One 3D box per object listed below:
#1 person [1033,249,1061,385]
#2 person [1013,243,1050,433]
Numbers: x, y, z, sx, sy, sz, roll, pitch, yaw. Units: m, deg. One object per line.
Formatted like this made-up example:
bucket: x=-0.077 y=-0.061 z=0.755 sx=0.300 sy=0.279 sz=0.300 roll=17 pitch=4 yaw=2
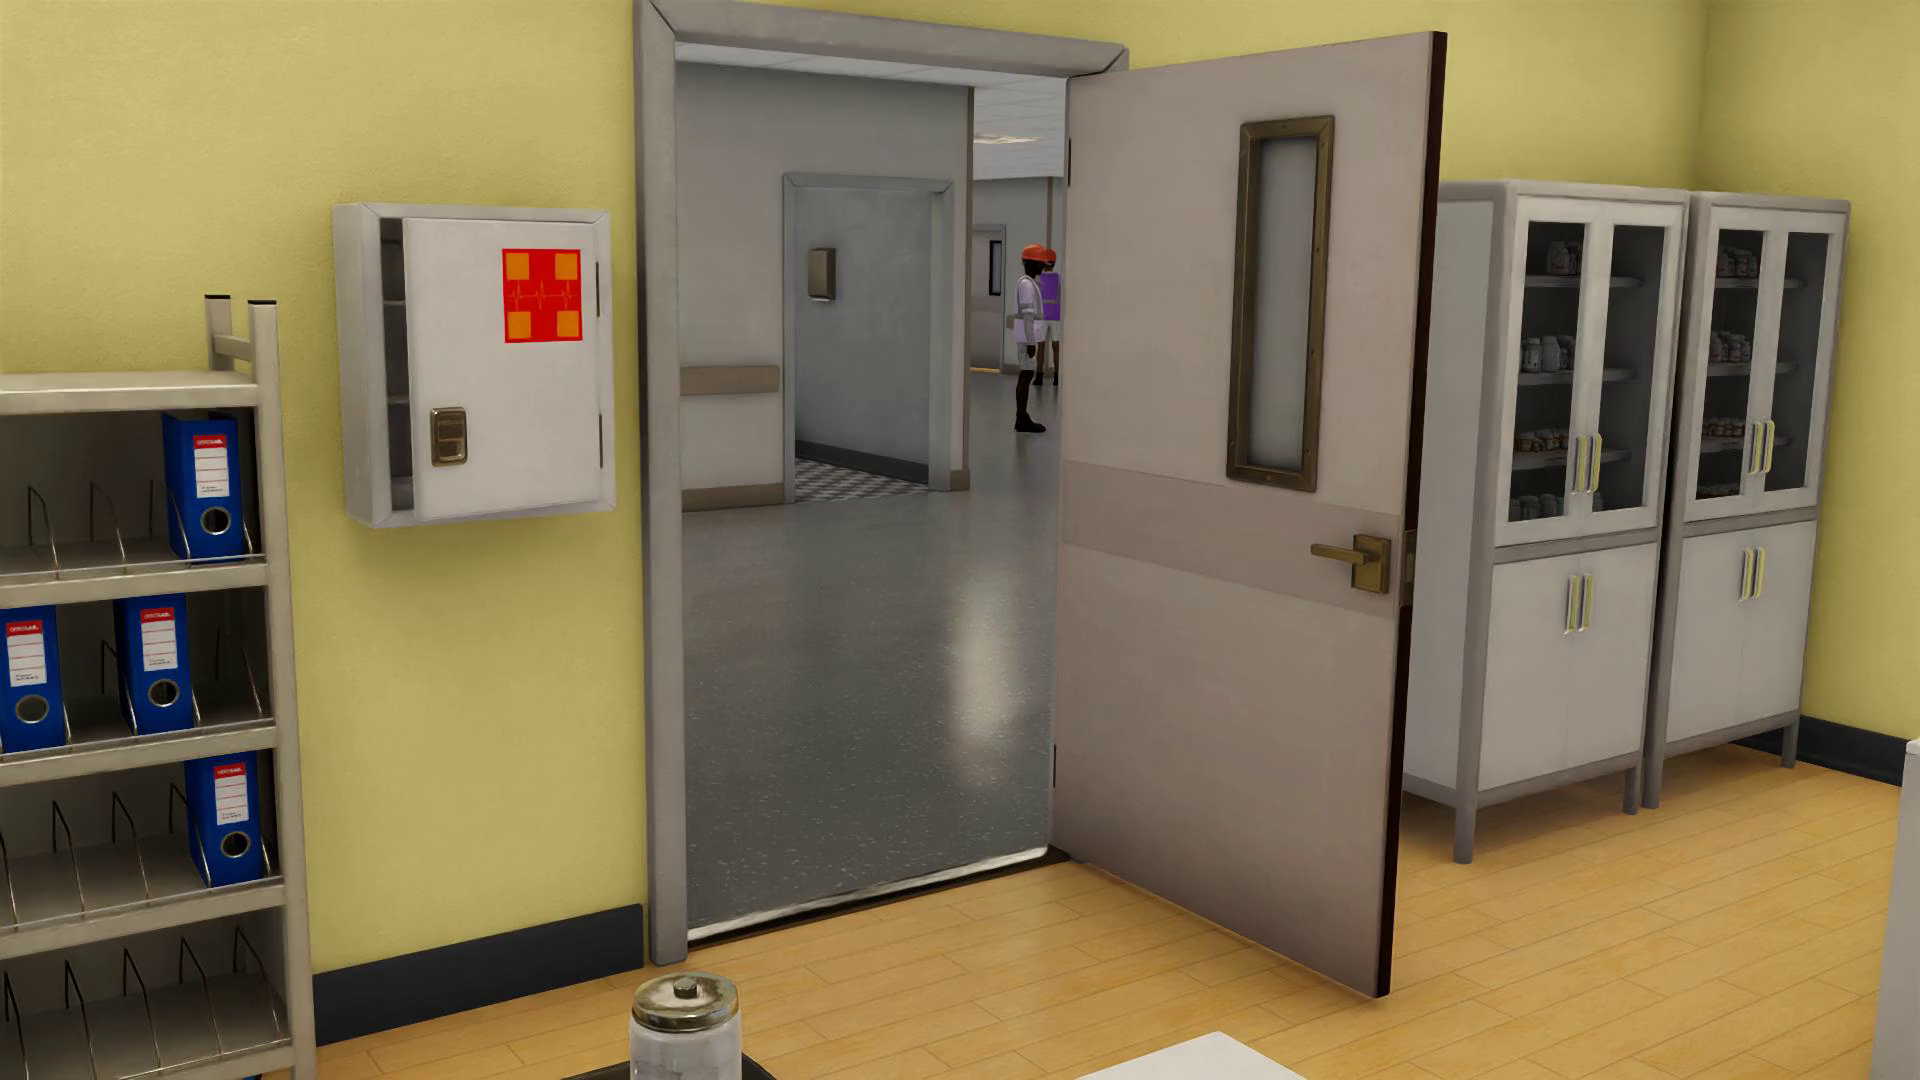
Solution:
person: x=1.247 y=-3.164 z=23.686 sx=0.542 sy=1.938 sz=0.358 roll=0 pitch=10 yaw=-7
person: x=0.728 y=-2.077 z=17.144 sx=0.356 sy=1.938 sz=0.544 roll=1 pitch=10 yaw=-1
